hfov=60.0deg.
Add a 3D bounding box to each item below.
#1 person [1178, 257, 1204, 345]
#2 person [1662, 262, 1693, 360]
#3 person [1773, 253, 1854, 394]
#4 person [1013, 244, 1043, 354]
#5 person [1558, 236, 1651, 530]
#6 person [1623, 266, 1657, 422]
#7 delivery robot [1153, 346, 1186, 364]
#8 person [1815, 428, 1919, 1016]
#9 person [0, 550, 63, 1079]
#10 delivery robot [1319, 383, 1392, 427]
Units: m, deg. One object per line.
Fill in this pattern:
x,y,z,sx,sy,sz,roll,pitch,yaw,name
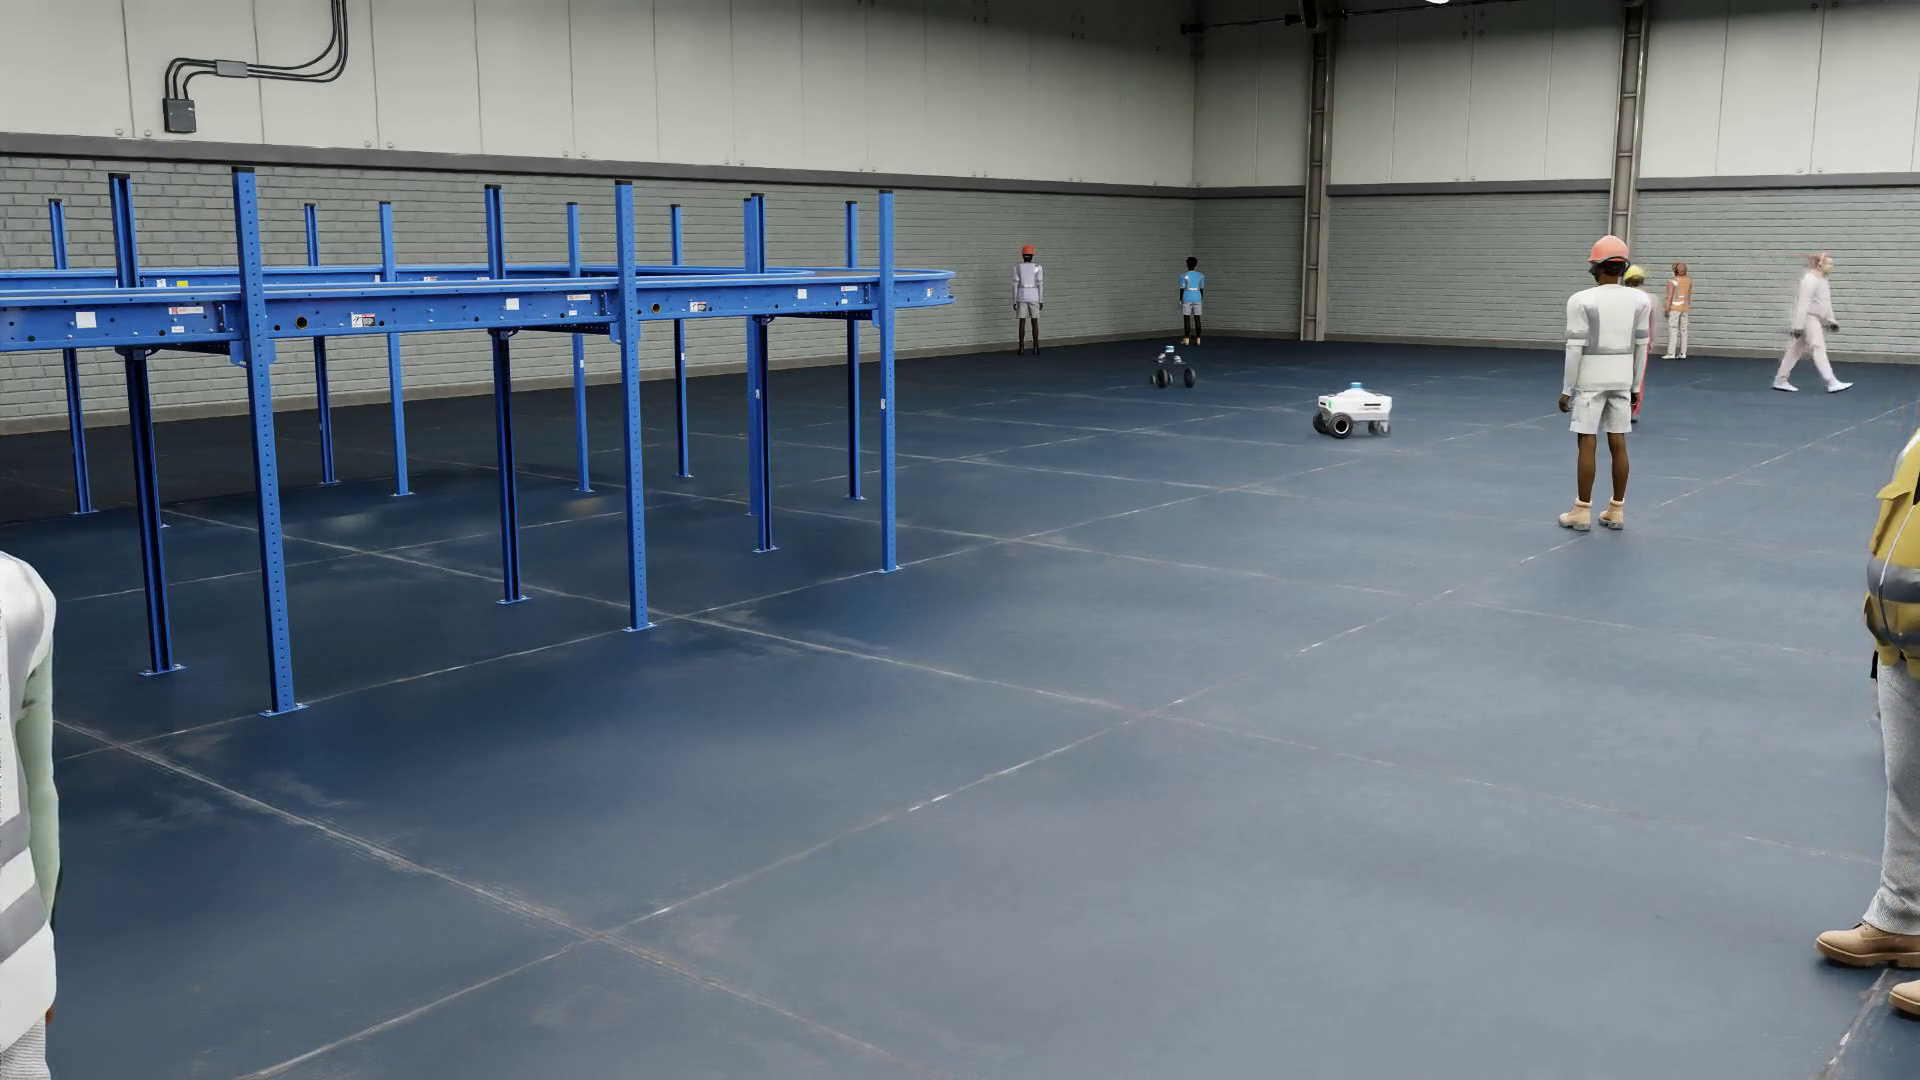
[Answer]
4.458,-4.610,32.089,0.536,1.696,0.322,-4,11,-19,person
12.197,-3.888,28.257,0.516,1.639,0.313,-4,11,-19,person
11.372,-2.875,22.085,1.023,1.845,0.642,8,13,36,person
1.208,-4.279,29.591,0.543,1.940,0.361,1,10,4,person
4.492,-1.096,11.662,0.606,2.044,0.373,-2,10,-8,person
7.538,-2.208,18.719,0.540,1.724,0.887,2,10,10,person
2.925,-2.586,23.182,0.335,0.223,0.698,-3,11,-17,delivery robot
2.615,0.317,4.387,0.429,1.847,0.627,-1,10,-3,person
-1.460,0.651,2.245,0.389,1.949,0.602,2,10,12,person
4.107,-1.391,17.280,0.707,0.478,0.477,-1,10,-8,delivery robot
